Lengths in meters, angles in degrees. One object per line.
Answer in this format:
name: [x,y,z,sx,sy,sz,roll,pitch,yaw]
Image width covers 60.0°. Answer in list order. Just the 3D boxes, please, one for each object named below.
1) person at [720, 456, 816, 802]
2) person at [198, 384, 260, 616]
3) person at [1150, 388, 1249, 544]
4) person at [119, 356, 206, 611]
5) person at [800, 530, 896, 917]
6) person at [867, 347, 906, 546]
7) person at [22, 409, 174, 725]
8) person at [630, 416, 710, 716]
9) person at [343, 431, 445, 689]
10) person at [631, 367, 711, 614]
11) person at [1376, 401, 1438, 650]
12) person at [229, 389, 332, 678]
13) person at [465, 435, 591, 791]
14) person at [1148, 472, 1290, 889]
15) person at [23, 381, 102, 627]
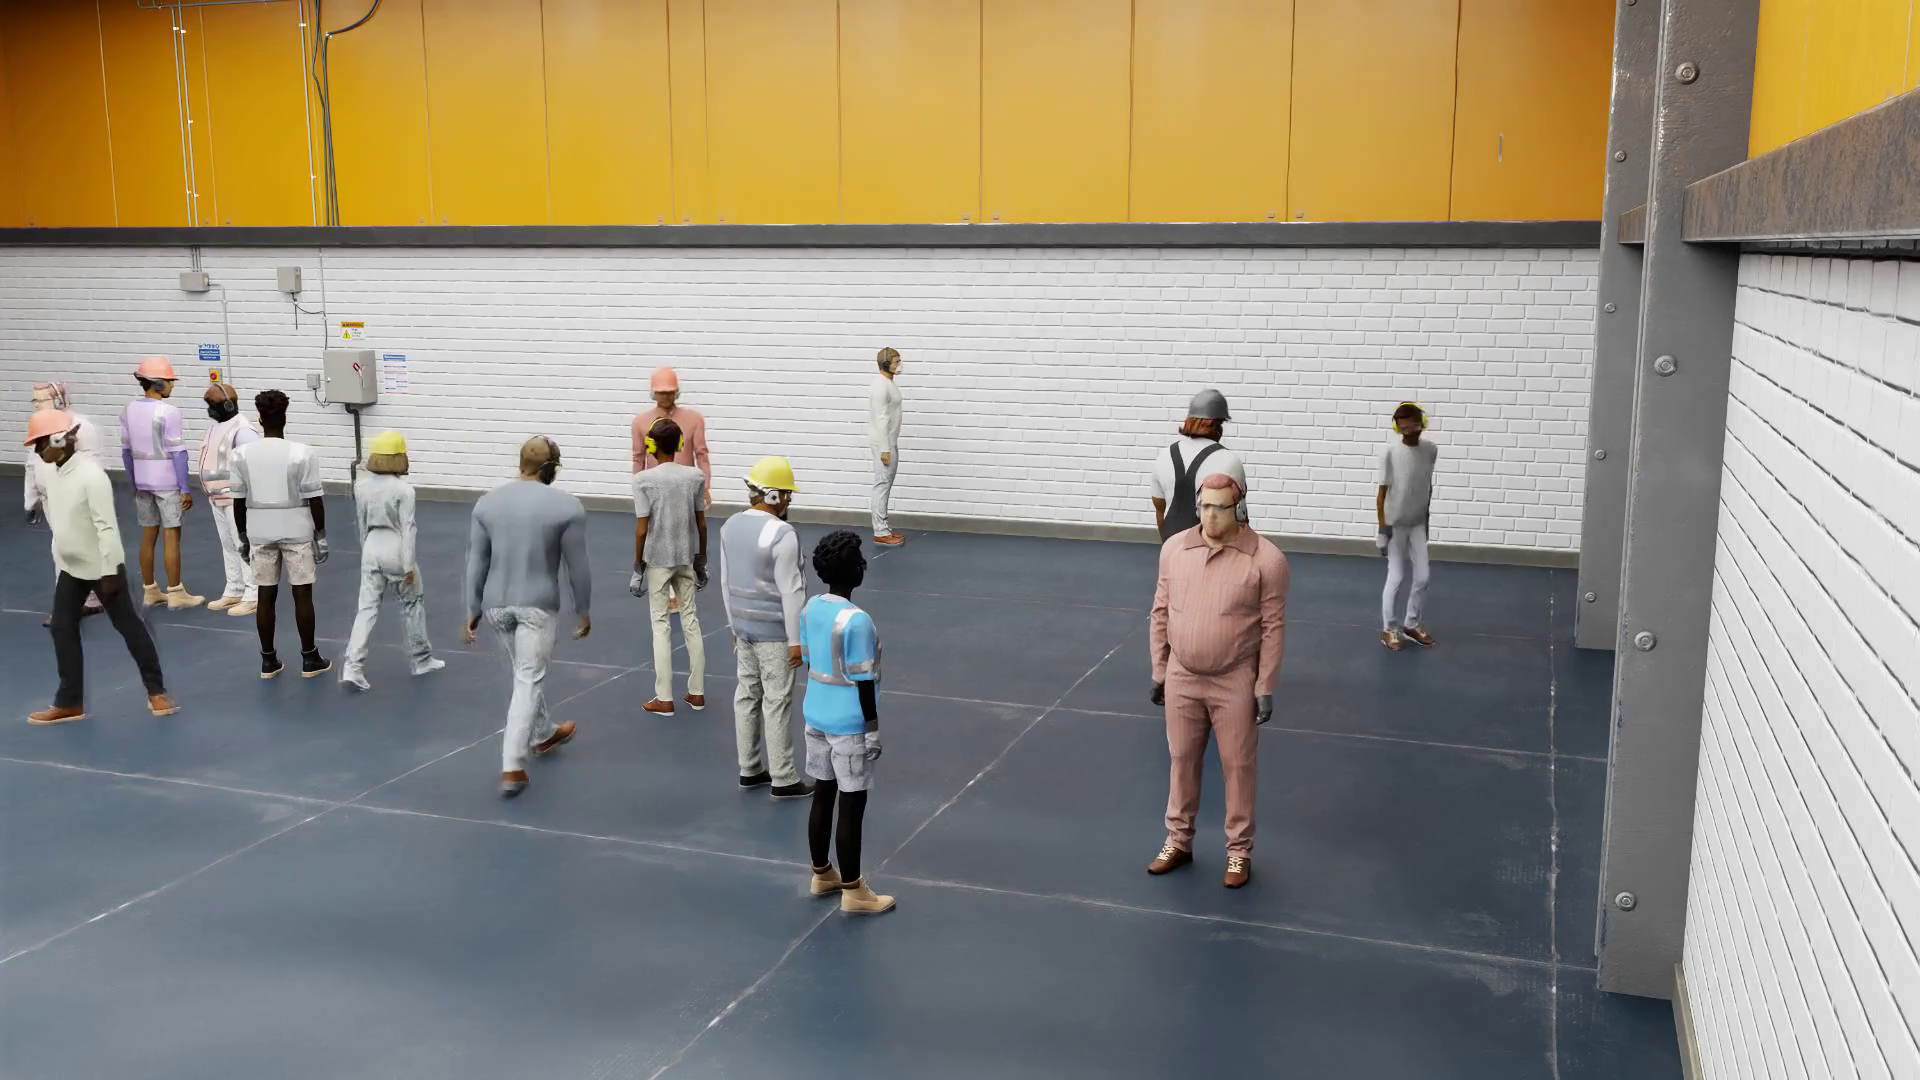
person: [-1.011,0.467,8.808,0.404,1.822,0.591,-9,14,-42]
person: [-5.792,-0.322,13.207,0.619,1.840,0.430,9,14,42]
person: [1.569,0.054,10.513,0.678,2.000,0.537,10,14,44]
person: [-6.418,-0.455,13.383,0.613,2.039,0.393,4,11,22]
person: [-0.508,0.796,7.298,0.318,1.700,0.535,-7,12,-33]
person: [-0.715,-0.916,16.265,0.370,1.941,0.627,1,10,3]
person: [-5.316,0.164,10.205,0.663,1.943,0.710,6,12,30]
person: [-1.816,0.164,10.393,0.533,1.865,0.311,-7,12,-36]
person: [-3.826,0.124,11.067,0.500,1.705,0.865,3,10,16]
person: [-2.358,-0.441,13.538,0.604,1.962,0.980,-4,11,-20]
person: [3.195,-0.098,11.958,0.549,1.829,0.481,-3,11,-18]
person: [-4.579,-0.037,11.234,0.612,1.965,0.361,-1,10,-3]
person: [-2.352,0.375,9.137,0.653,1.876,1.019,2,10,13]
person: [1.159,0.633,7.635,0.643,1.908,0.411,5,11,28]
person: [-6.987,-0.273,12.803,0.685,1.878,0.773,5,11,24]
